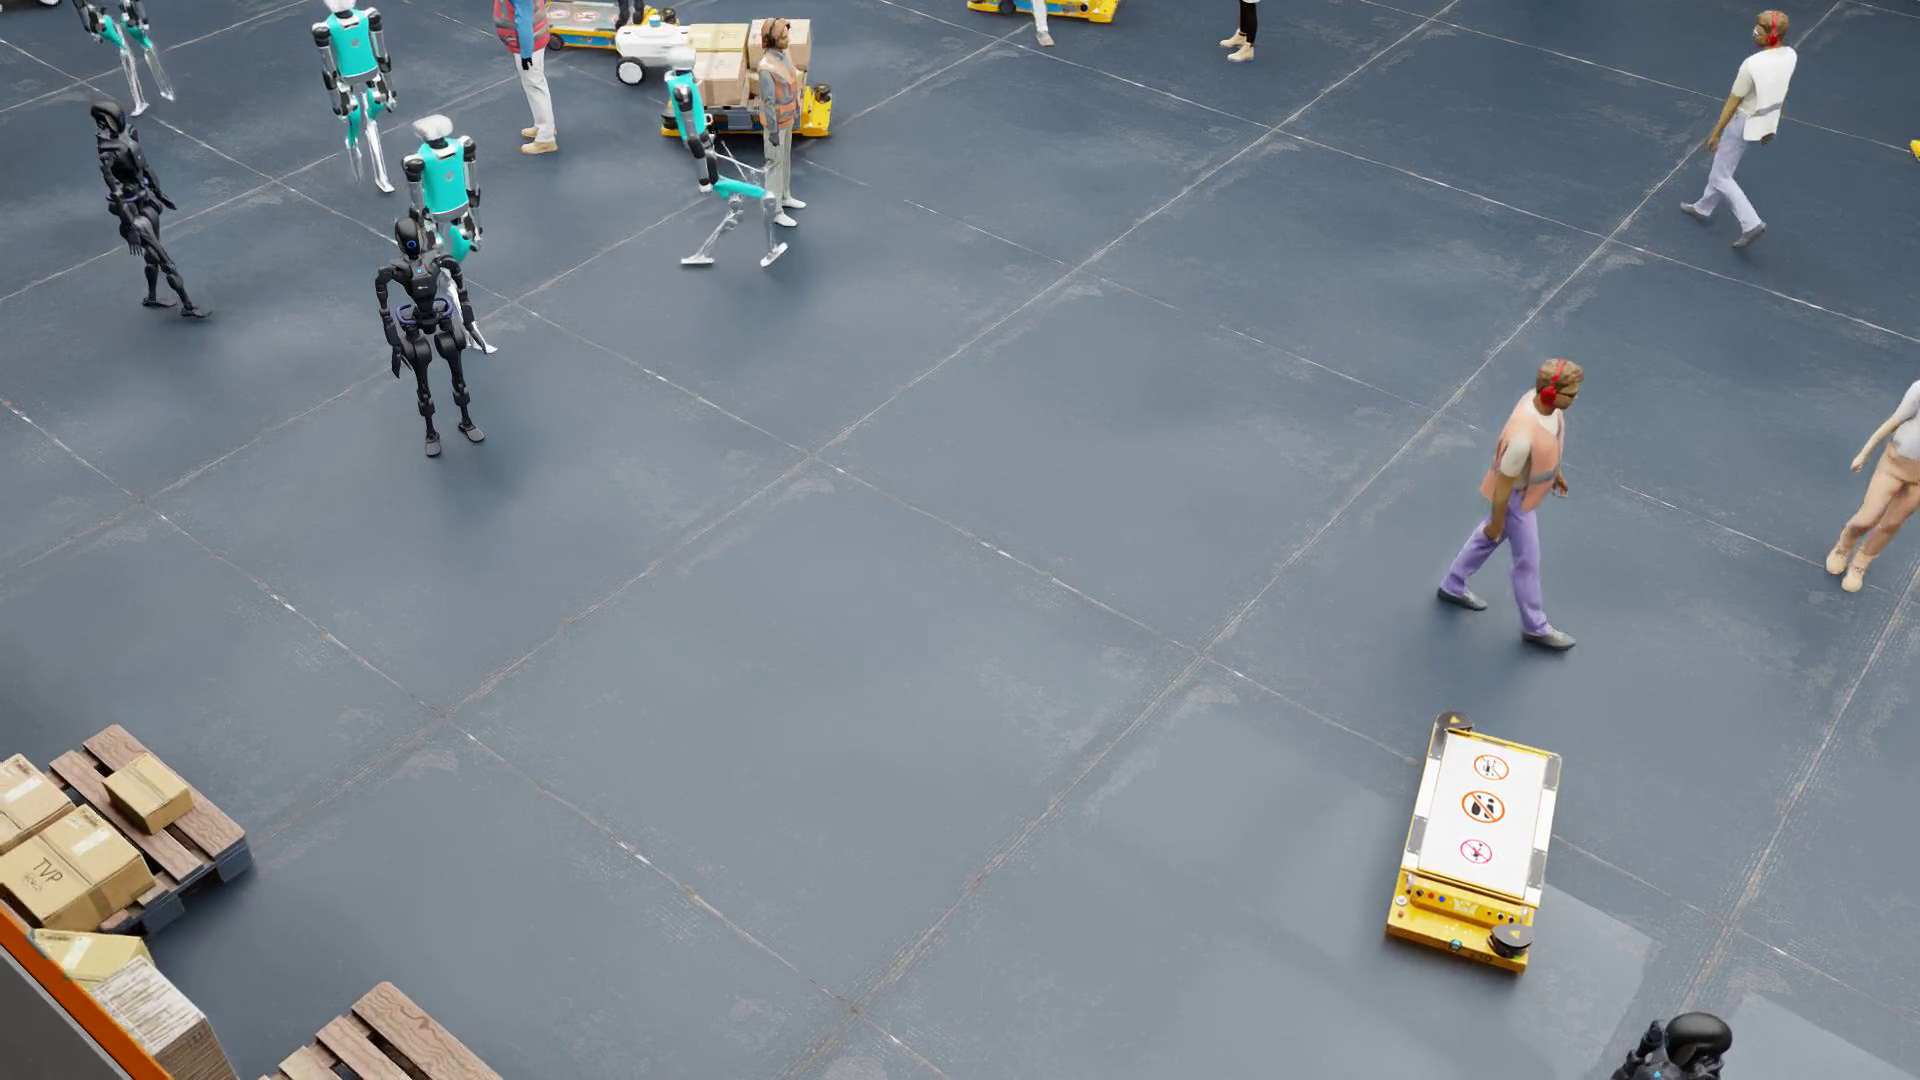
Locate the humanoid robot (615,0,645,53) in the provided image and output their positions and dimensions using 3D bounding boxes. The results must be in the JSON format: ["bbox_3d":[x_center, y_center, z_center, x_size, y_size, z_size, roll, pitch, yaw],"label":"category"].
[{"bbox_3d":[-3.096,-5.276,15.212,0.438,1.649,0.589,18,43,20],"label":"humanoid robot"}]

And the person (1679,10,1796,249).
[{"bbox_3d":[5.926,-3.088,12.514,0.576,1.812,0.782,-25,46,-26],"label":"person"}]

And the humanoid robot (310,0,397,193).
[{"bbox_3d":[-4.764,-3.479,13.127,0.543,1.900,0.735,-27,47,-28],"label":"humanoid robot"}]

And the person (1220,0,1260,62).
[{"bbox_3d":[2.611,-5.203,15.095,0.321,1.695,0.536,-2,40,-2],"label":"person"}]

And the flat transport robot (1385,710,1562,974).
[{"bbox_3d":[2.601,1.472,8.346,0.659,0.231,1.431,14,42,16],"label":"flat transport robot"}]

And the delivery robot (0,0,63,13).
[{"bbox_3d":[-9.273,-5.535,16.352,0.747,0.572,0.499,-21,44,-22],"label":"delivery robot"}]

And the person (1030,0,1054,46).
[{"bbox_3d":[0.760,-5.610,15.452,0.600,1.861,0.737,-15,43,-17],"label":"person"}]

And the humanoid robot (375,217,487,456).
[{"bbox_3d":[-3.328,-1.295,10.504,0.599,1.657,0.315,-19,44,-21],"label":"humanoid robot"}]

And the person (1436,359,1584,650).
[{"bbox_3d":[3.159,-0.221,9.151,0.830,1.804,0.586,18,44,20],"label":"person"}]

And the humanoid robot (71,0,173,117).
[{"bbox_3d":[-7.232,-4.505,14.264,0.561,1.808,0.829,-12,42,-14],"label":"humanoid robot"}]

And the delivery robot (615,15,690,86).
[{"bbox_3d":[-2.750,-4.466,15.097,0.769,0.577,0.499,0,40,0],"label":"delivery robot"}]

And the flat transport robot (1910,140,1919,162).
[{"bbox_3d":[8.726,-3.134,13.764,1.431,0.231,0.659,6,41,6],"label":"flat transport robot"}]

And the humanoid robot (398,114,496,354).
[{"bbox_3d":[-3.684,-2.196,11.573,1.035,1.776,0.557,32,50,32],"label":"humanoid robot"}]

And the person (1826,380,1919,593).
[{"bbox_3d":[5.362,-0.381,9.412,0.553,1.709,0.394,17,43,19],"label":"person"}]

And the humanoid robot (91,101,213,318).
[{"bbox_3d":[-5.746,-2.346,11.759,0.602,1.643,0.608,0,40,0],"label":"humanoid robot"}]

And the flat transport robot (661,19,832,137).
[{"bbox_3d":[-1.849,-3.740,14.477,1.431,0.231,0.659,0,40,0],"label":"flat transport robot"}]

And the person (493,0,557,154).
[{"bbox_3d":[-3.592,-4.113,13.713,0.429,1.832,0.633,-10,41,-11],"label":"person"}]

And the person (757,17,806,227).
[{"bbox_3d":[-1.390,-3.234,12.822,0.309,1.638,0.522,7,41,8],"label":"person"}]

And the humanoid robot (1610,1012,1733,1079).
[{"bbox_3d":[2.573,2.325,6.253,0.333,1.652,0.601,-2,40,-3],"label":"humanoid robot"}]

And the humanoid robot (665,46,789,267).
[{"bbox_3d":[-1.641,-2.793,12.254,0.989,1.767,0.532,-7,41,-8],"label":"humanoid robot"}]

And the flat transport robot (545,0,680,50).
[{"bbox_3d":[-3.452,-4.874,15.811,1.431,0.231,0.659,6,41,7],"label":"flat transport robot"}]

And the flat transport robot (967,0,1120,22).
[{"bbox_3d":[0.840,-5.378,16.405,1.431,0.231,0.659,9,41,10],"label":"flat transport robot"}]
